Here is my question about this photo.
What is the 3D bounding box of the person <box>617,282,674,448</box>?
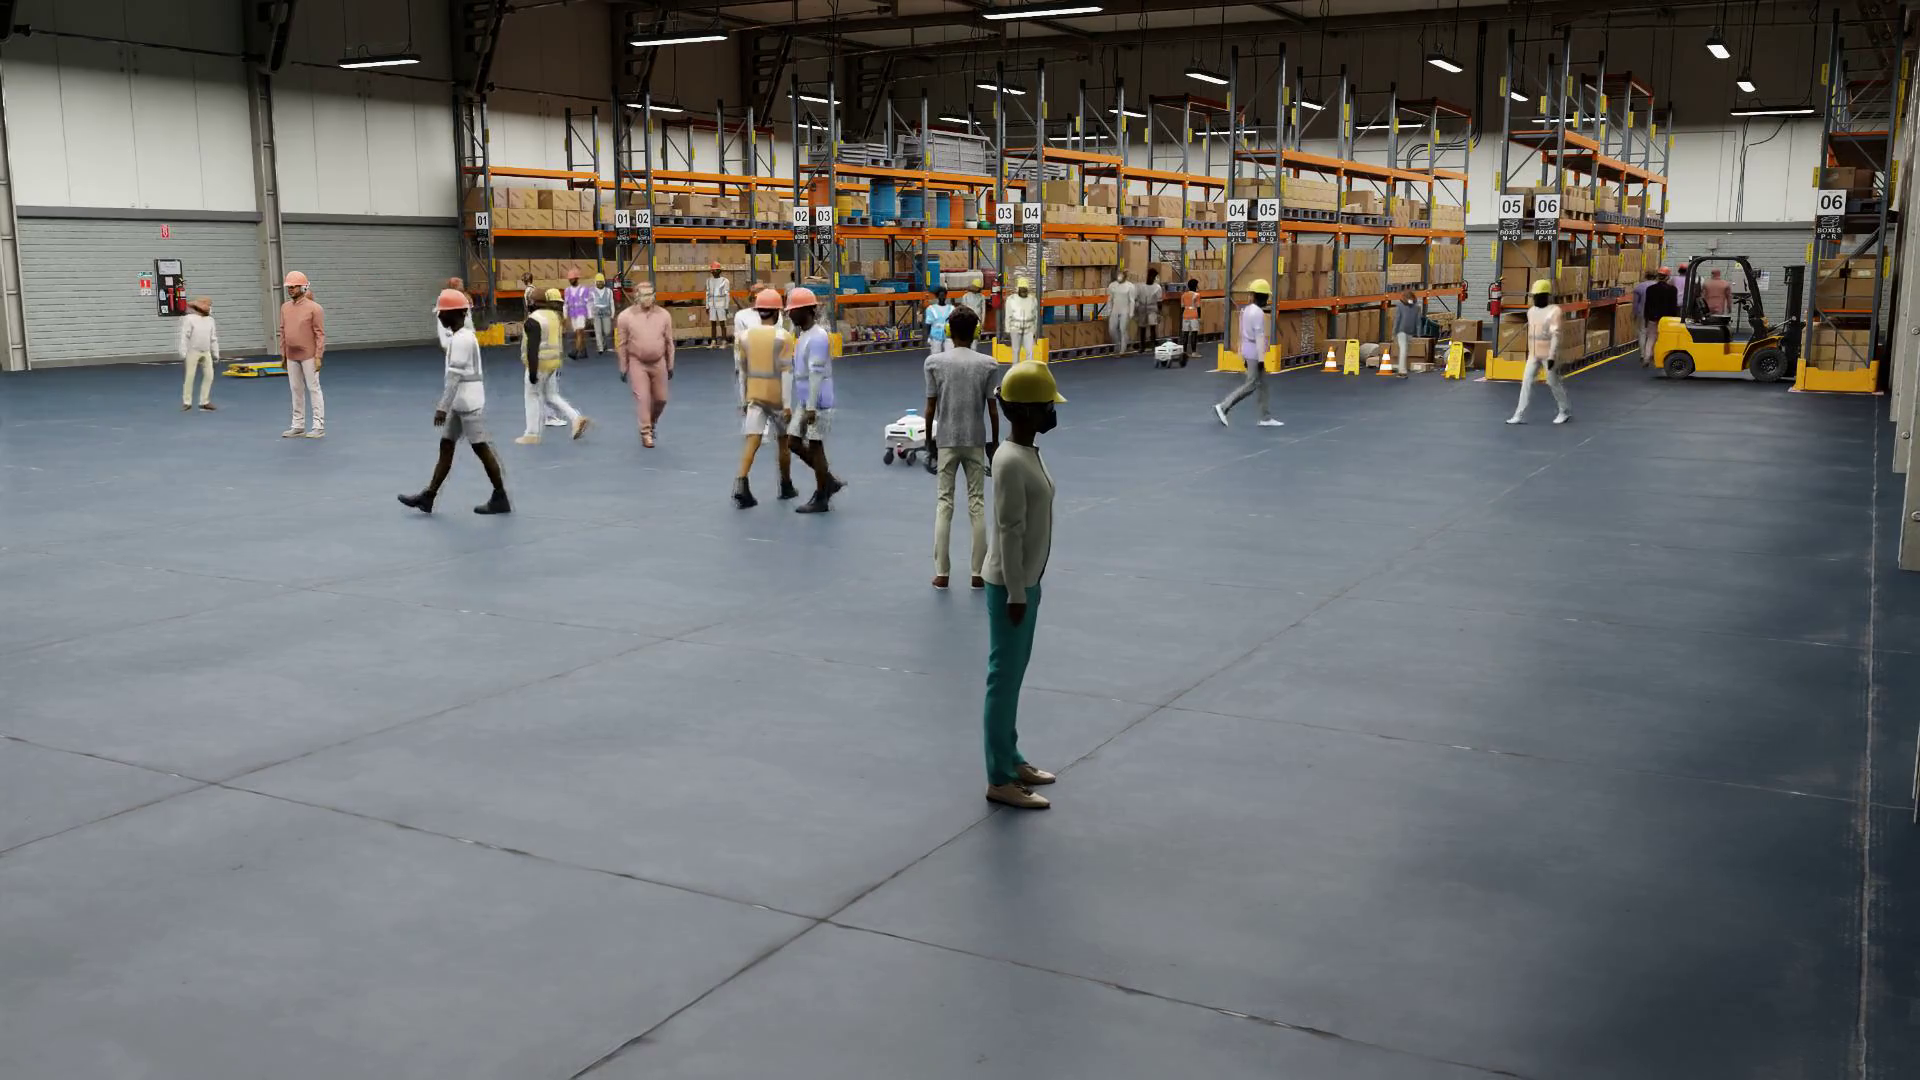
[{"bbox_3d":[-3.605,-2.022,19.124,0.658,1.889,0.661,-5,11,-25],"label":"person"}]

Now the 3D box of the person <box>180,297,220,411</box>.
[{"bbox_3d":[-10.754,-2.618,23.449,0.431,1.609,0.577,5,11,28],"label":"person"}]

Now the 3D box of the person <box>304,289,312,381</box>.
[{"bbox_3d":[-11.182,-3.496,28.519,0.534,1.624,0.391,-6,11,-30],"label":"person"}]

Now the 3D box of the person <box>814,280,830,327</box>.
[{"bbox_3d":[-3.296,-5.450,40.013,0.525,1.608,0.780,6,11,30],"label":"person"}]

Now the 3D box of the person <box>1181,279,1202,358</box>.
[{"bbox_3d":[4.953,-4.734,35.570,0.320,1.692,0.531,-8,13,-39],"label":"person"}]

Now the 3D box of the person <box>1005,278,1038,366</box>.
[{"bbox_3d":[1.085,-3.624,28.780,0.599,1.793,0.885,-1,10,-8],"label":"person"}]

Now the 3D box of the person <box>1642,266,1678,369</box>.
[{"bbox_3d":[13.528,-4.282,32.098,0.401,1.983,0.639,-8,13,-40],"label":"person"}]

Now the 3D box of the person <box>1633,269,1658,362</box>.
[{"bbox_3d":[14.308,-4.657,34.488,0.655,1.906,0.900,6,11,31],"label":"person"}]

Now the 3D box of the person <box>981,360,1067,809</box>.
[{"bbox_3d":[0.256,0.168,6.658,0.328,1.769,0.526,2,10,11],"label":"person"}]

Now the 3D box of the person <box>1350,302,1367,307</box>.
[{"bbox_3d":[10.359,-6.141,43.515,0.590,1.793,0.979,6,11,32],"label":"person"}]

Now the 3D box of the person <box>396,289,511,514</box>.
[{"bbox_3d":[-4.261,-1.138,13.922,0.965,1.887,0.572,-3,10,-18],"label":"person"}]

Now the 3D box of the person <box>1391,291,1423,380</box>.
[{"bbox_3d":[7.920,-3.640,29.545,0.528,1.562,0.766,-3,10,-17],"label":"person"}]

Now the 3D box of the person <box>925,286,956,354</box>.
[{"bbox_3d":[-0.294,-3.305,27.232,0.546,1.671,0.569,-2,10,-14],"label":"person"}]

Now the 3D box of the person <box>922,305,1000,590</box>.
[{"bbox_3d":[0.007,-0.597,10.872,0.513,1.864,0.311,0,10,-1],"label":"person"}]

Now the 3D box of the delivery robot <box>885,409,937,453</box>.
[{"bbox_3d":[-0.508,-1.138,17.570,0.477,0.478,0.707,4,10,23],"label":"delivery robot"}]

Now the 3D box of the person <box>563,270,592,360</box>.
[{"bbox_3d":[-8.090,-4.738,35.063,0.556,1.873,1.019,3,10,16],"label":"person"}]

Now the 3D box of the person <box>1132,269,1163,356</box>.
[{"bbox_3d":[4.121,-4.982,36.420,0.670,1.893,0.858,3,10,19],"label":"person"}]

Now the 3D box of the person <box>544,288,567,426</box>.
[{"bbox_3d":[-5.213,-2.341,21.367,0.331,1.761,0.523,-1,10,-8],"label":"person"}]

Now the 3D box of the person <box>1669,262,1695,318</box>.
[{"bbox_3d":[17.805,-5.843,41.105,0.631,2.018,0.521,5,11,26],"label":"person"}]

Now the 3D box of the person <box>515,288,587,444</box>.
[{"bbox_3d":[-4.774,-2.005,19.278,0.760,1.815,0.641,2,10,12],"label":"person"}]

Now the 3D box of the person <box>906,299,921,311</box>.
[{"bbox_3d":[-1.424,-7.655,52.125,0.618,1.883,0.873,4,11,24],"label":"person"}]

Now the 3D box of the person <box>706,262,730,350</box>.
[{"bbox_3d":[-5.657,-5.446,38.715,0.605,2.045,0.377,4,10,21],"label":"person"}]

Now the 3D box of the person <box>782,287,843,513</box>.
[{"bbox_3d":[-1.261,-1.172,14.083,0.432,1.918,0.567,-5,11,-26],"label":"person"}]

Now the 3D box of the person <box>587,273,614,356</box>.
[{"bbox_3d":[-7.879,-4.947,36.452,0.599,1.816,0.496,-4,10,-20],"label":"person"}]

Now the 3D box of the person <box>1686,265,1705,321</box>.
[{"bbox_3d":[18.187,-5.900,41.382,0.700,2.000,0.963,3,10,15],"label":"person"}]

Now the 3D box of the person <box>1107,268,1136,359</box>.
[{"bbox_3d":[3.396,-4.796,35.254,0.659,1.923,0.472,6,11,30],"label":"person"}]

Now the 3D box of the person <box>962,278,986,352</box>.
[{"bbox_3d":[0.281,-4.493,34.063,0.511,1.715,0.419,0,10,0],"label":"person"}]

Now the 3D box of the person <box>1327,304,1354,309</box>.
[{"bbox_3d":[9.385,-5.743,41.156,0.659,1.799,0.918,5,11,26],"label":"person"}]

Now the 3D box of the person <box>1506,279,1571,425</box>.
[{"bbox_3d":[7.581,-2.433,21.562,0.980,1.885,0.614,-5,11,-25],"label":"person"}]

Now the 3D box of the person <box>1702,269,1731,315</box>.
[{"bbox_3d":[18.410,-5.659,40.521,0.660,1.869,0.971,5,11,27],"label":"person"}]

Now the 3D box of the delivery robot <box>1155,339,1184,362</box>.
[{"bbox_3d":[4.102,-3.699,32.568,0.477,0.478,0.707,6,11,30],"label":"delivery robot"}]

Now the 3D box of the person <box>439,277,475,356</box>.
[{"bbox_3d":[-7.255,-2.859,24.102,0.523,1.867,0.587,3,10,16],"label":"person"}]

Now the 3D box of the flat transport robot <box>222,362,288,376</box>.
[{"bbox_3d":[-12.607,-3.122,30.291,0.652,0.197,1.431,7,12,35],"label":"flat transport robot"}]

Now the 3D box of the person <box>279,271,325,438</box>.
[{"bbox_3d":[-7.899,-2.217,19.953,0.610,1.995,0.375,3,10,18],"label":"person"}]

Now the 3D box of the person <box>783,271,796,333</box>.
[{"bbox_3d":[-4.035,-5.618,40.385,0.532,1.827,0.966,4,11,23],"label":"person"}]

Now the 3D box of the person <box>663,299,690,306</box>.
[{"bbox_3d":[-7.582,-6.349,44.267,0.614,1.945,0.987,7,12,36],"label":"person"}]

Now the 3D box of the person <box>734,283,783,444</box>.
[{"bbox_3d":[-2.325,-2.046,19.334,0.578,1.872,0.424,-3,10,-15],"label":"person"}]

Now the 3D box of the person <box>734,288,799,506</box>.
[{"bbox_3d":[-1.723,-1.256,14.615,0.555,1.903,0.962,4,10,21],"label":"person"}]

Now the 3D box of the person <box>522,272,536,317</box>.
[{"bbox_3d":[-8.983,-4.679,34.820,0.351,1.842,0.507,0,10,1],"label":"person"}]

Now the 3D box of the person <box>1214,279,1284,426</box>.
[{"bbox_3d":[3.701,-2.379,21.204,0.852,1.897,0.595,0,10,0],"label":"person"}]
